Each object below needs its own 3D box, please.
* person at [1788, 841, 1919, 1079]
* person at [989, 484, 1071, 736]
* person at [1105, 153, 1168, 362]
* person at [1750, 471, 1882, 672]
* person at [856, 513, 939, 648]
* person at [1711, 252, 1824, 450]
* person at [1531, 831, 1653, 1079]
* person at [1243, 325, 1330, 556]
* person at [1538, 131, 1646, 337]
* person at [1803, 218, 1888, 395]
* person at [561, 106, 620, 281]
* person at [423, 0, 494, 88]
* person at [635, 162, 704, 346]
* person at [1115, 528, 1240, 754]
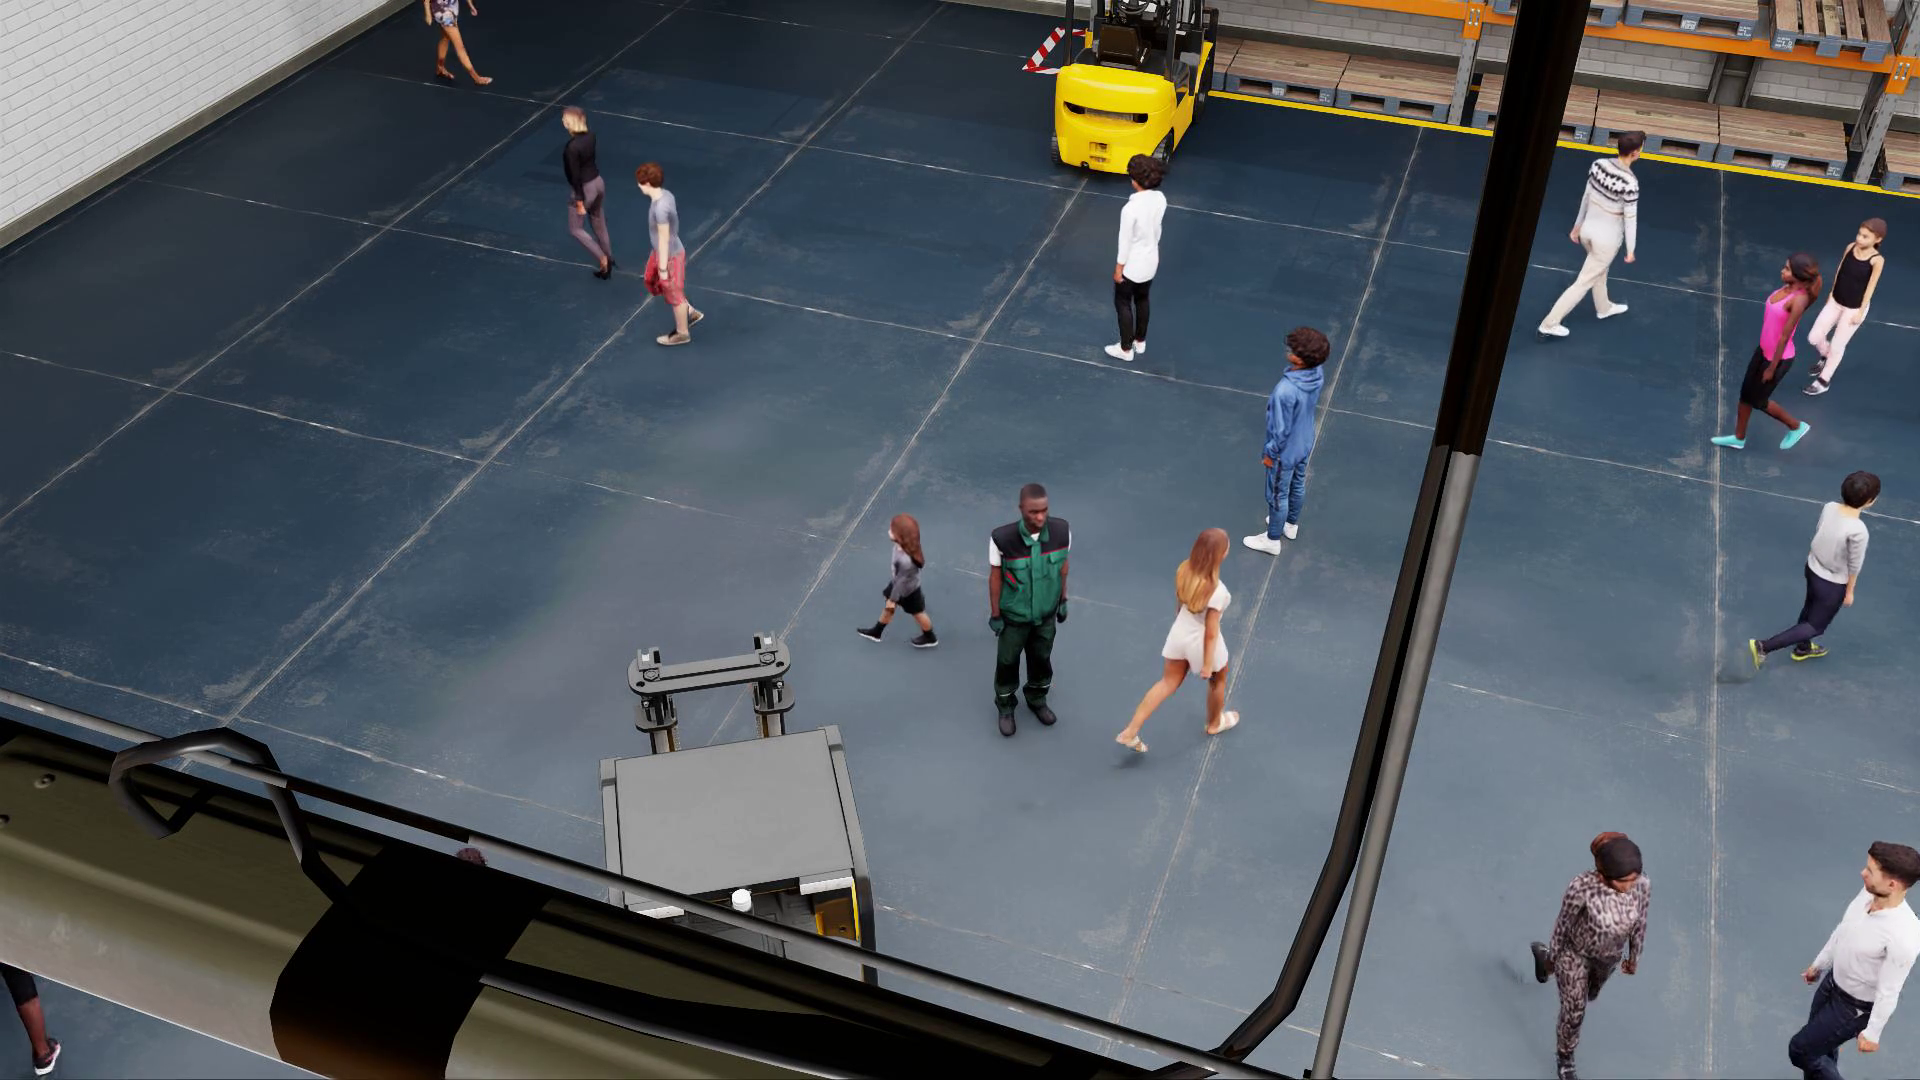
[{"bbox_3d":[4.374,2.181,7.964,0.735,1.844,0.728,4,39,5],"label":"person"},{"bbox_3d":[0.414,0.407,10.188,0.766,1.840,0.844,-13,40,-15],"label":"person"},{"bbox_3d":[1.482,-2.299,13.602,0.752,1.809,0.768,-28,46,-30],"label":"person"},{"bbox_3d":[5.493,0.240,10.640,0.980,1.538,0.806,-6,39,-7],"label":"person"},{"bbox_3d":[-0.300,0.293,10.943,0.827,1.076,0.685,-6,39,-7],"label":"person"},{"bbox_3d":[6.211,-1.365,12.512,0.910,1.709,0.665,5,39,7],"label":"person"},{"bbox_3d":[3.114,1.997,8.311,1.040,1.698,0.934,-4,39,-6],"label":"person"},{"bbox_3d":[2.302,-0.701,11.596,0.706,1.814,0.746,28,46,30],"label":"person"},{"bbox_3d":[5.273,-2.502,13.855,1.313,1.809,1.186,-12,40,-15],"label":"person"},{"bbox_3d":[7.137,-1.883,13.283,0.778,1.556,0.724,-18,42,-21],"label":"person"},{"bbox_3d":[-3.186,-3.011,14.609,0.609,1.665,0.592,13,40,16],"label":"person"},{"bbox_3d":[-5.647,-5.761,18.032,1.133,1.690,0.671,16,41,19],"label":"person"},{"bbox_3d":[-2.336,-2.368,13.826,0.827,1.635,0.763,-6,39,-7],"label":"person"},{"bbox_3d":[1.339,0.654,10.025,1.099,1.658,1.097,-20,43,-23],"label":"person"}]
